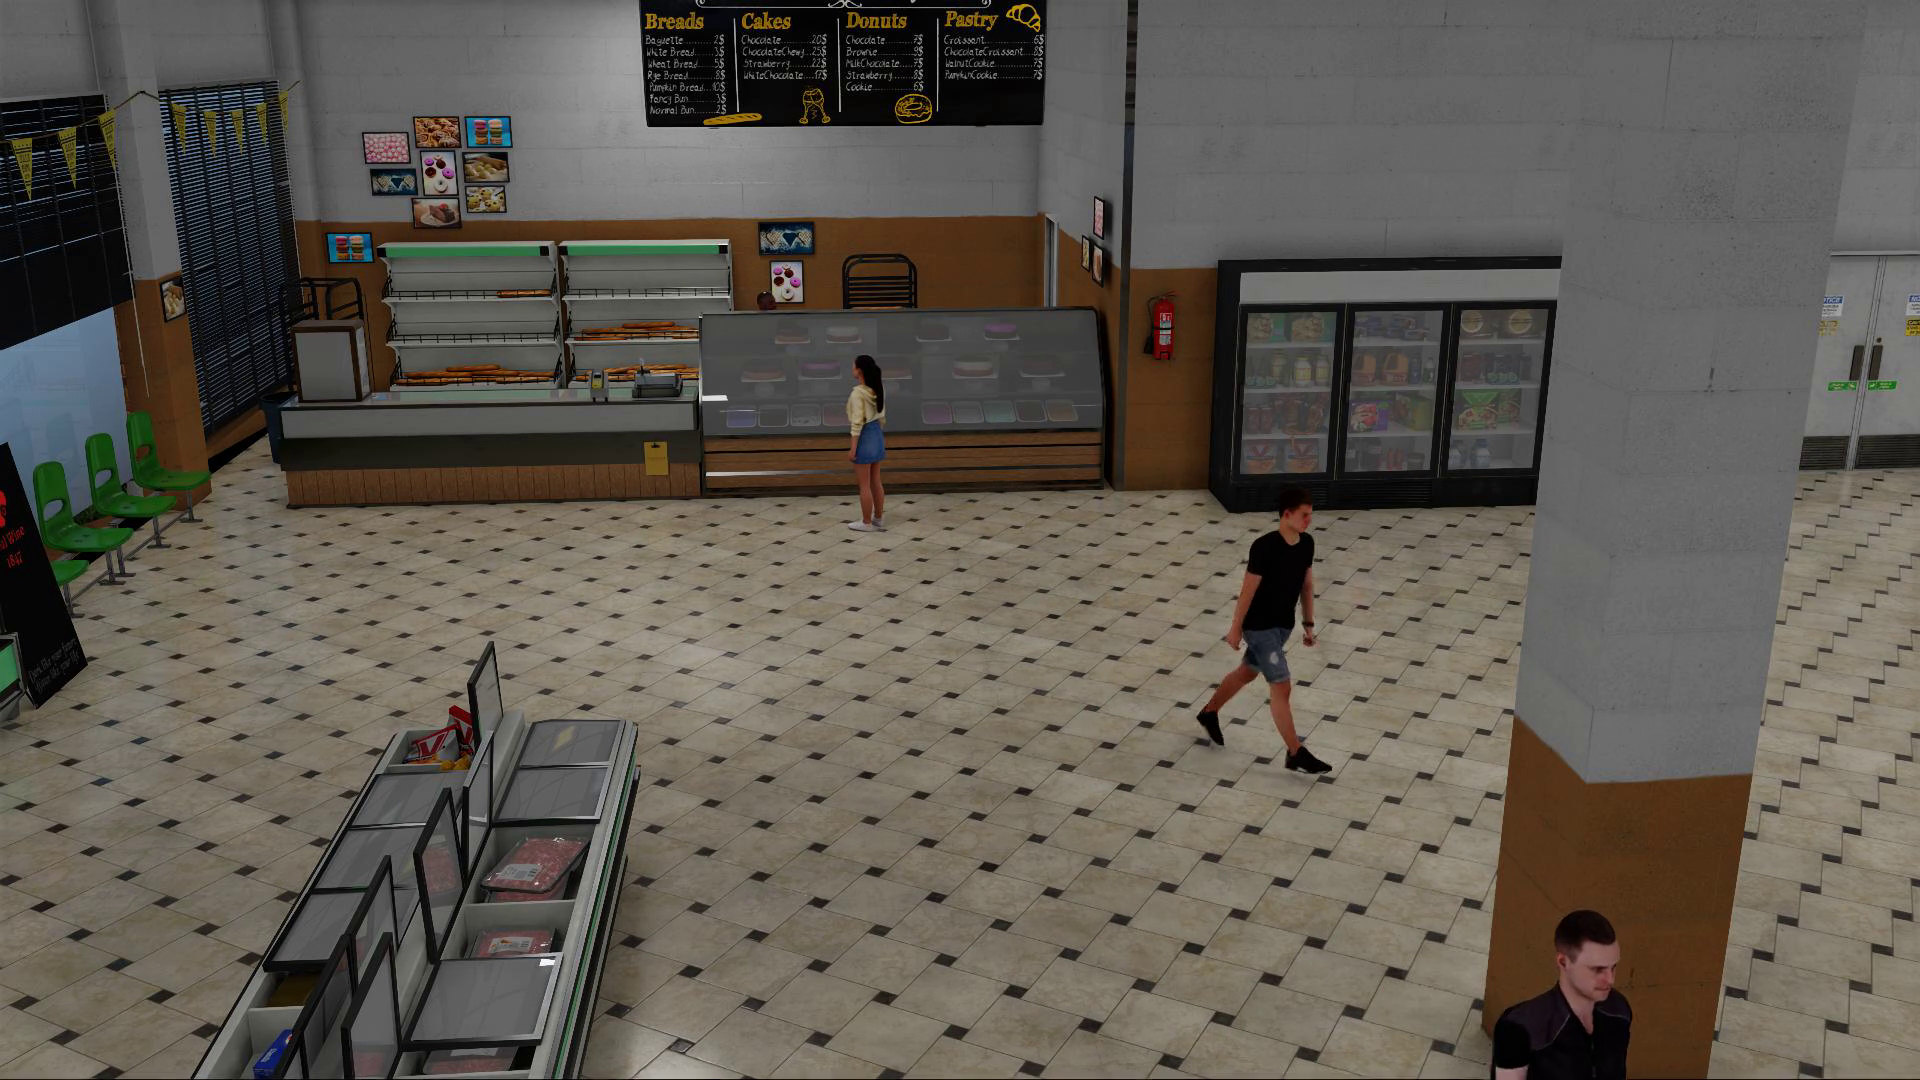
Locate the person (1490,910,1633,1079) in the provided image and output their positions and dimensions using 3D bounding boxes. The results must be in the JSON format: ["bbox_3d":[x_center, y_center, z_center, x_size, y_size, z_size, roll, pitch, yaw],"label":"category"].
[{"bbox_3d":[1.838,1.990,5.455,0.866,1.796,1.193,-5,18,-16],"label":"person"}]

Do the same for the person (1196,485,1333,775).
[{"bbox_3d":[1.813,0.531,10.290,1.191,1.779,1.328,-14,22,-39],"label":"person"}]

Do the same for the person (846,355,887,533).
[{"bbox_3d":[-0.846,-0.893,15.234,0.787,1.632,0.695,10,20,30],"label":"person"}]
